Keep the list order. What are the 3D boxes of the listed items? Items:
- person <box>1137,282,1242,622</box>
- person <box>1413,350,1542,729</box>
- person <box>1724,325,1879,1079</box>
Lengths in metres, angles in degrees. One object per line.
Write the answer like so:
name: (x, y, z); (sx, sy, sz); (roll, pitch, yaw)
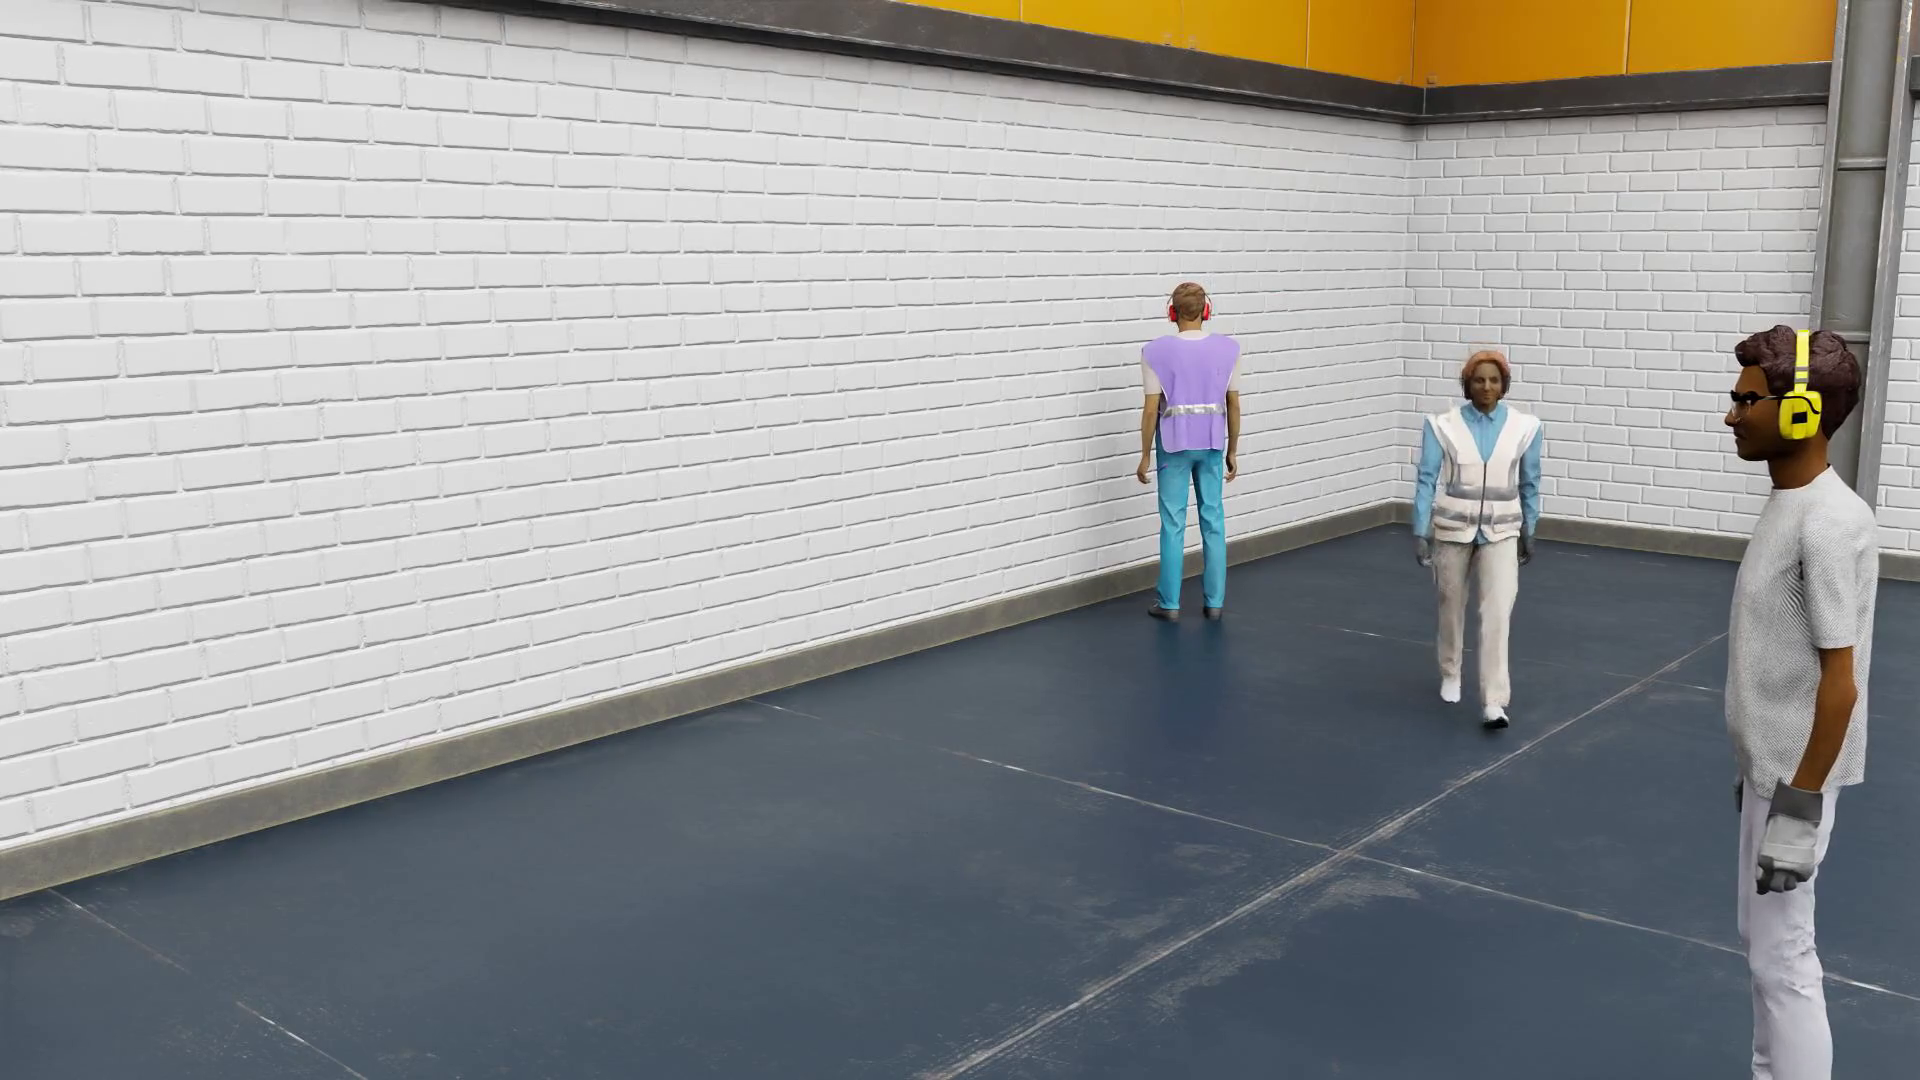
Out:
person: (1.242, -0.463, 8.997); (0.564, 1.837, 0.388); (-2, 10, -9)
person: (2.211, -0.012, 7.136); (0.537, 1.590, 0.872); (2, 10, 11)
person: (1.695, 0.496, 3.450); (0.309, 1.868, 0.534); (3, 11, 19)
